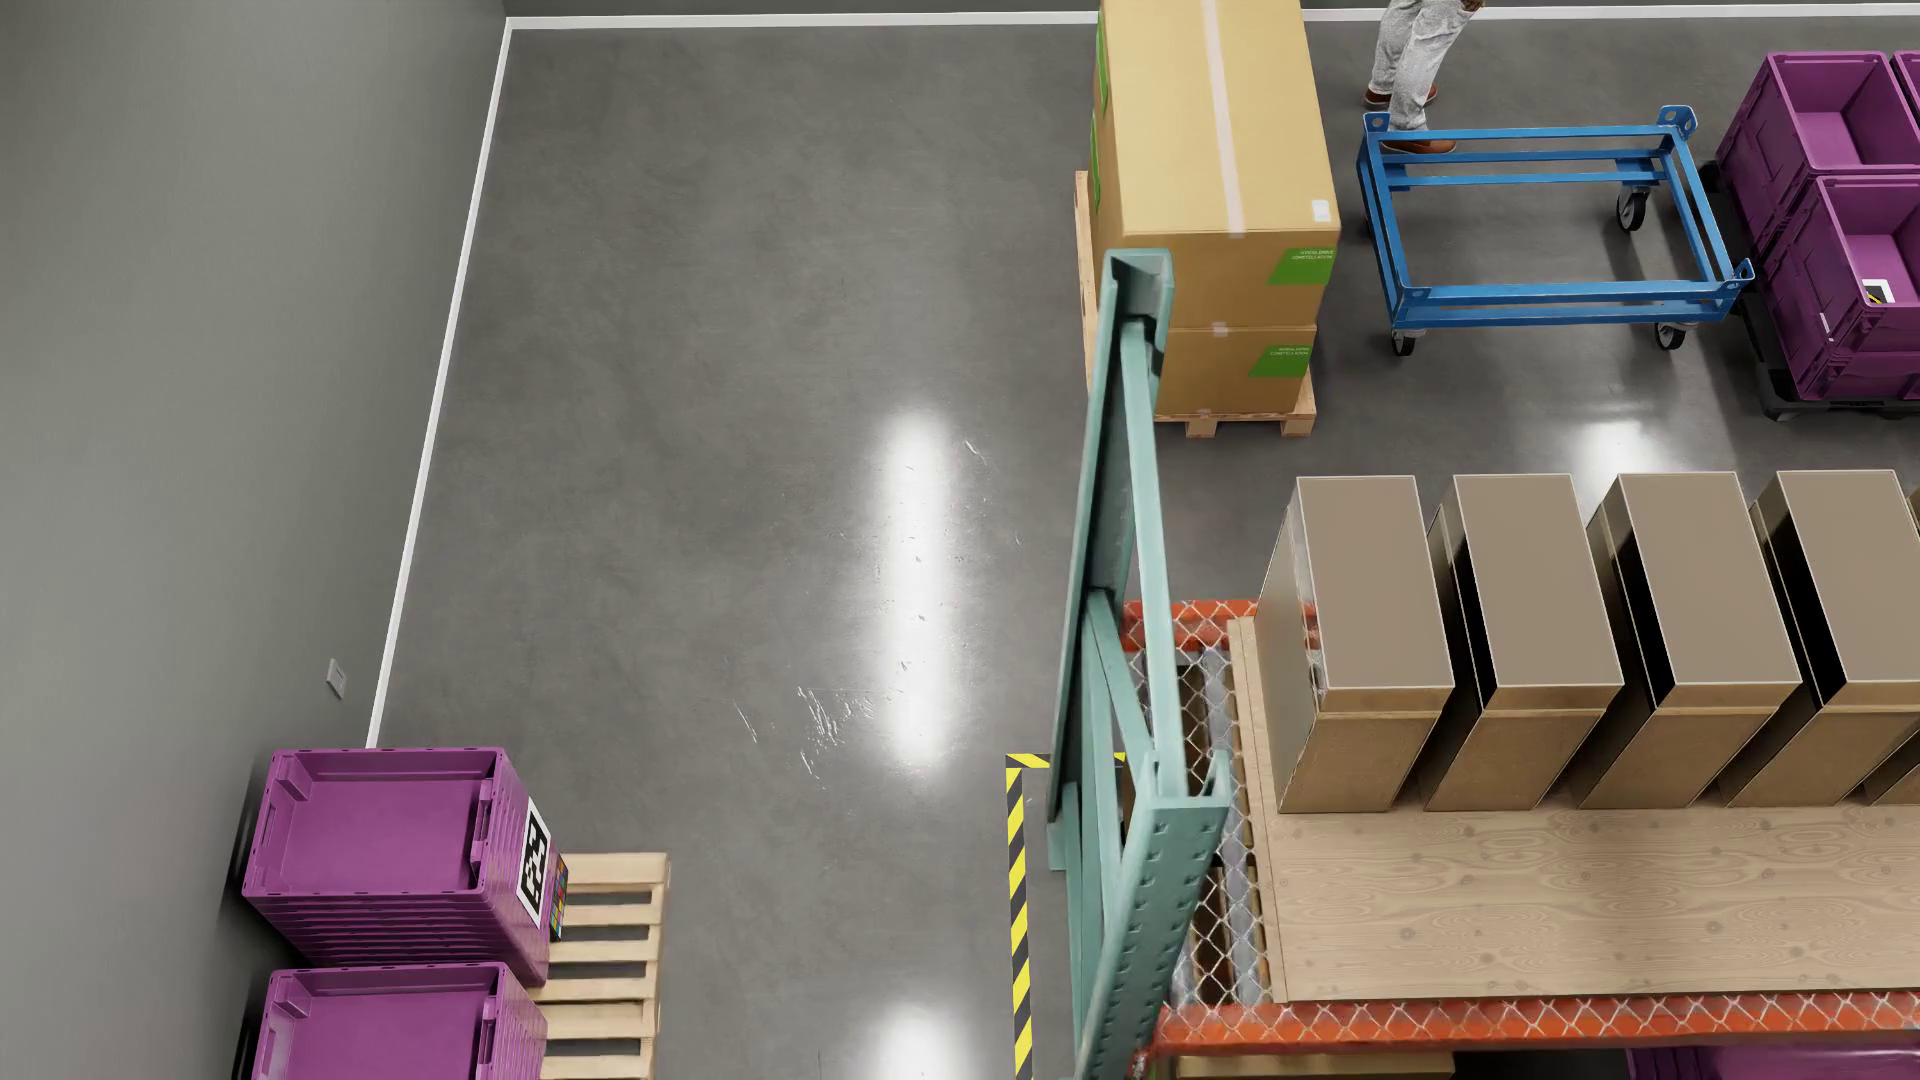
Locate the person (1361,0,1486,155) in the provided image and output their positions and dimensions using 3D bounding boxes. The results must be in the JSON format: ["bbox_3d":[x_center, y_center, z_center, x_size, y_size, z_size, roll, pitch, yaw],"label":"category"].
[{"bbox_3d":[1.833,-2.242,6.078,0.352,1.937,0.635,-3,58,-2],"label":"person"}]
